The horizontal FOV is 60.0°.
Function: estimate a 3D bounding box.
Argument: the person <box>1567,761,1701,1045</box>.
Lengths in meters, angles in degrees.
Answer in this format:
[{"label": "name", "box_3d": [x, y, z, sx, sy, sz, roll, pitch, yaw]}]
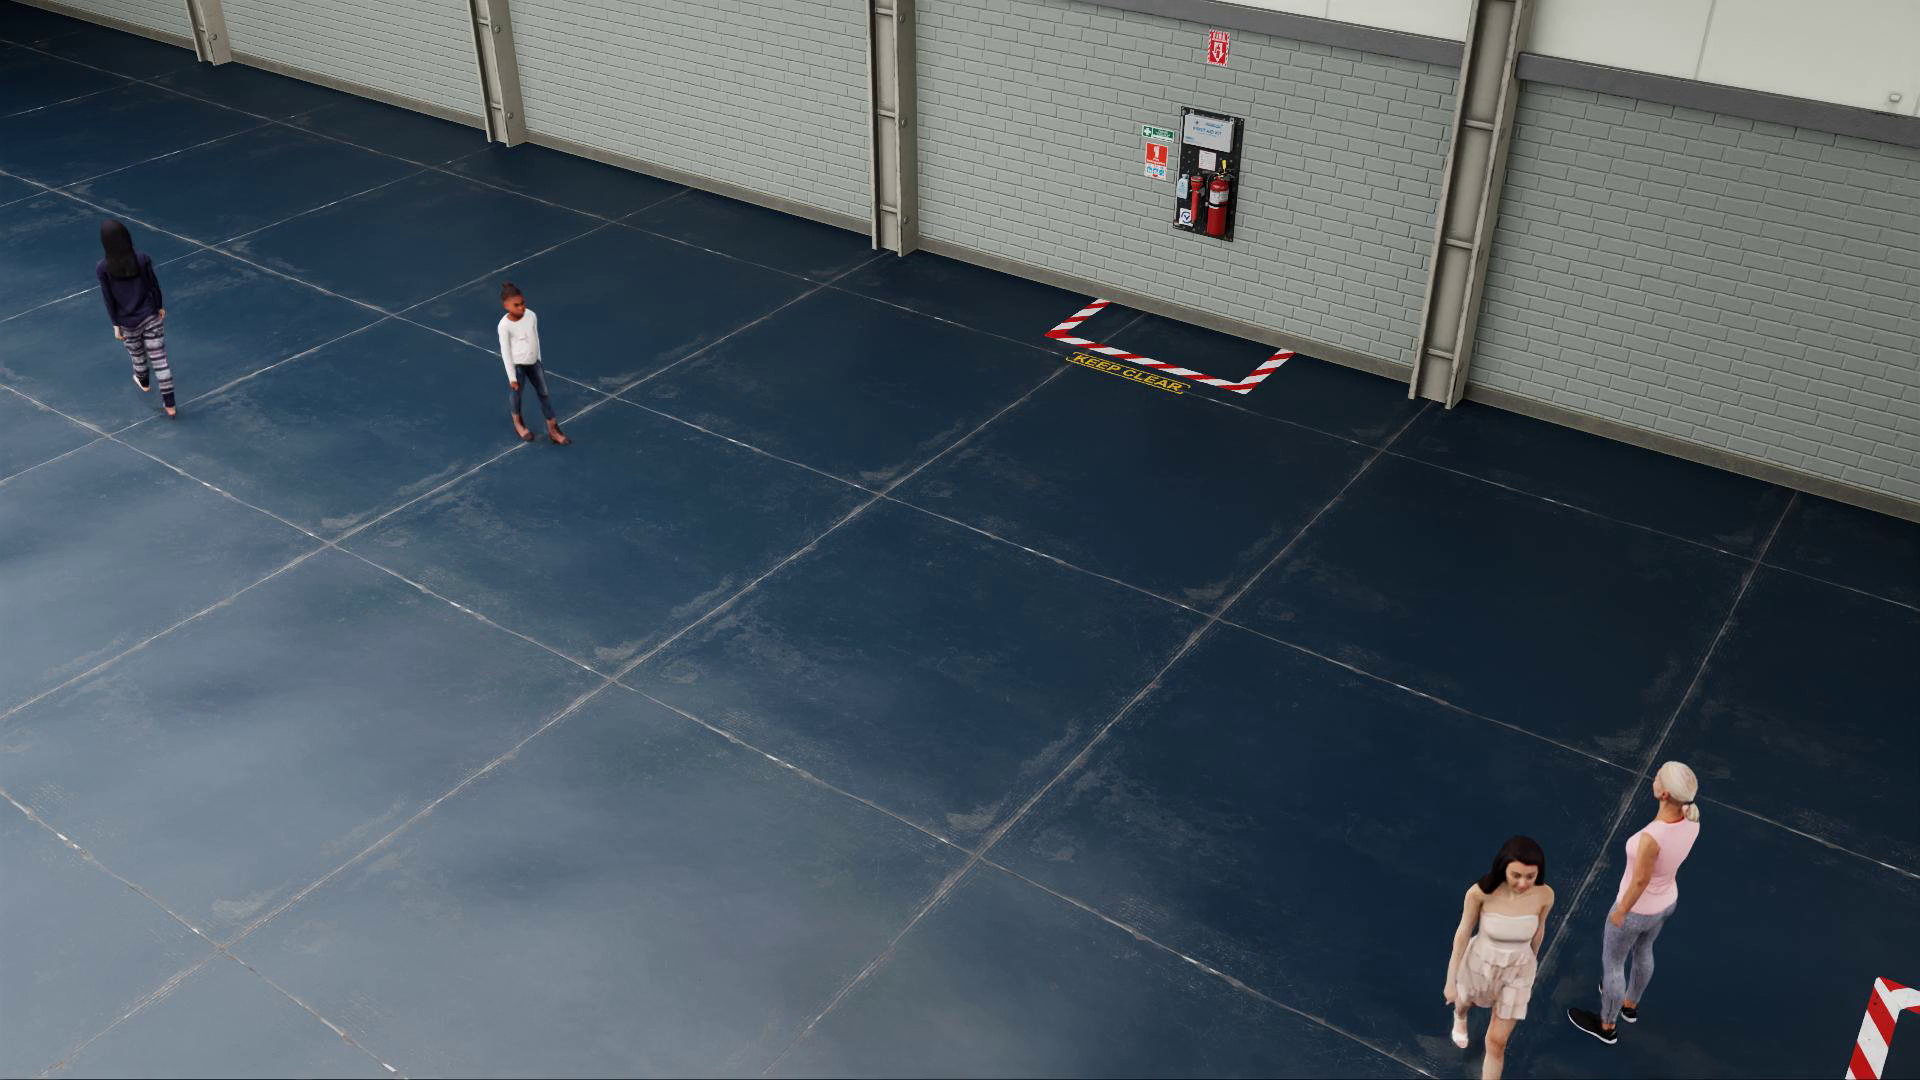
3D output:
[{"label": "person", "box_3d": [3.425, 1.802, 8.282, 0.630, 1.727, 0.652, -18, 36, -26]}]

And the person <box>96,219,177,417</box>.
[{"label": "person", "box_3d": [-6.934, -1.841, 14.091, 0.839, 1.690, 1.119, -22, 38, -31]}]

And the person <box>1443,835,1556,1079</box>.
[{"label": "person", "box_3d": [2.529, 2.018, 7.979, 1.078, 1.685, 0.957, 4, 32, 6]}]

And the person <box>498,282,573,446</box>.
[{"label": "person", "box_3d": [-3.647, -1.466, 13.741, 0.914, 1.430, 0.625, 26, 40, 35]}]
